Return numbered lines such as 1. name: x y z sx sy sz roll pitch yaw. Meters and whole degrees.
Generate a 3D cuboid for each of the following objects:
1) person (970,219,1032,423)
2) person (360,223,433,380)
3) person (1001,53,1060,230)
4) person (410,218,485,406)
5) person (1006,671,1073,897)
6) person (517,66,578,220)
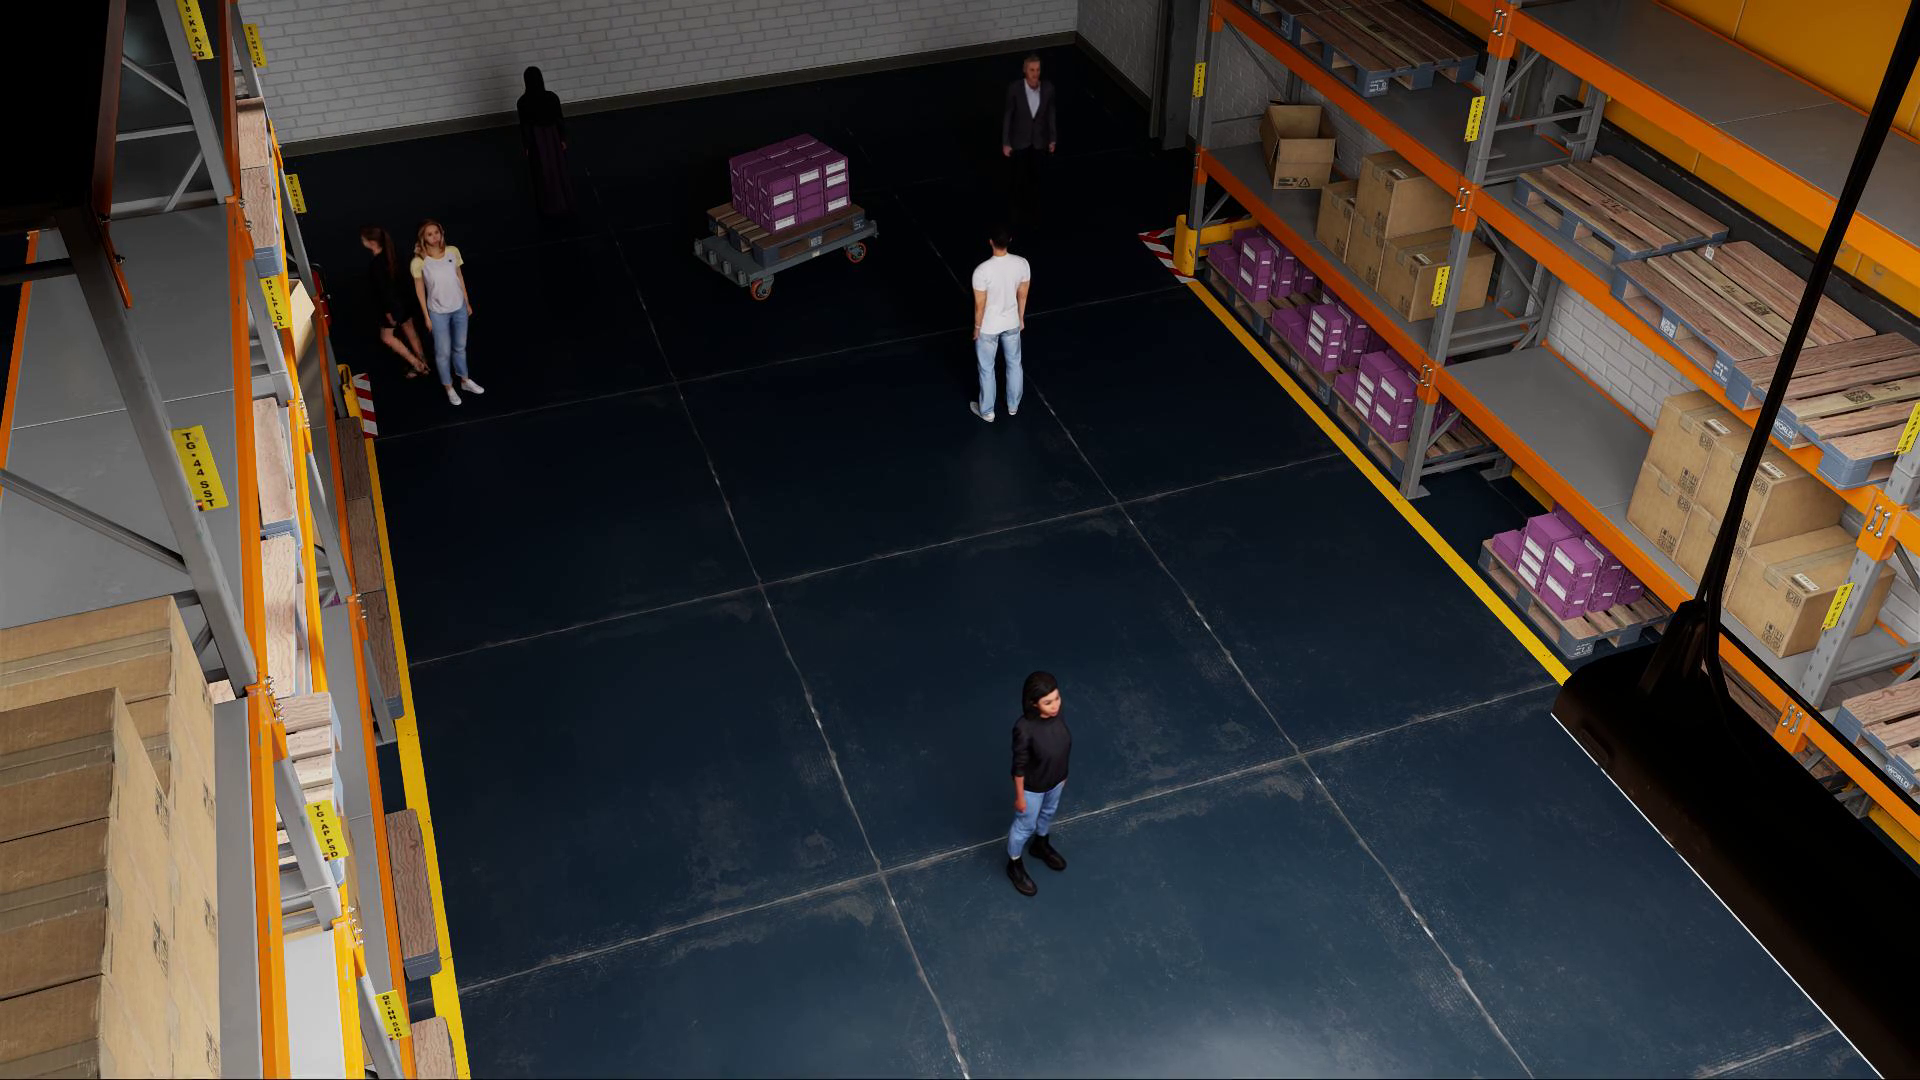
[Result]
1. person: 0.328 -1.841 13.970 0.686 1.867 0.580 -16 41 -19
2. person: -4.873 -2.055 14.500 0.754 1.540 0.684 13 40 15
3. person: 0.668 -4.057 16.774 0.734 1.830 0.632 -11 40 -13
4. person: -4.415 -1.979 14.258 0.692 1.722 0.703 31 48 33
5. person: 0.465 1.433 10.007 0.671 1.696 0.646 30 47 32
6. person: -4.235 -4.055 16.944 0.579 1.615 0.566 -13 40 -16
